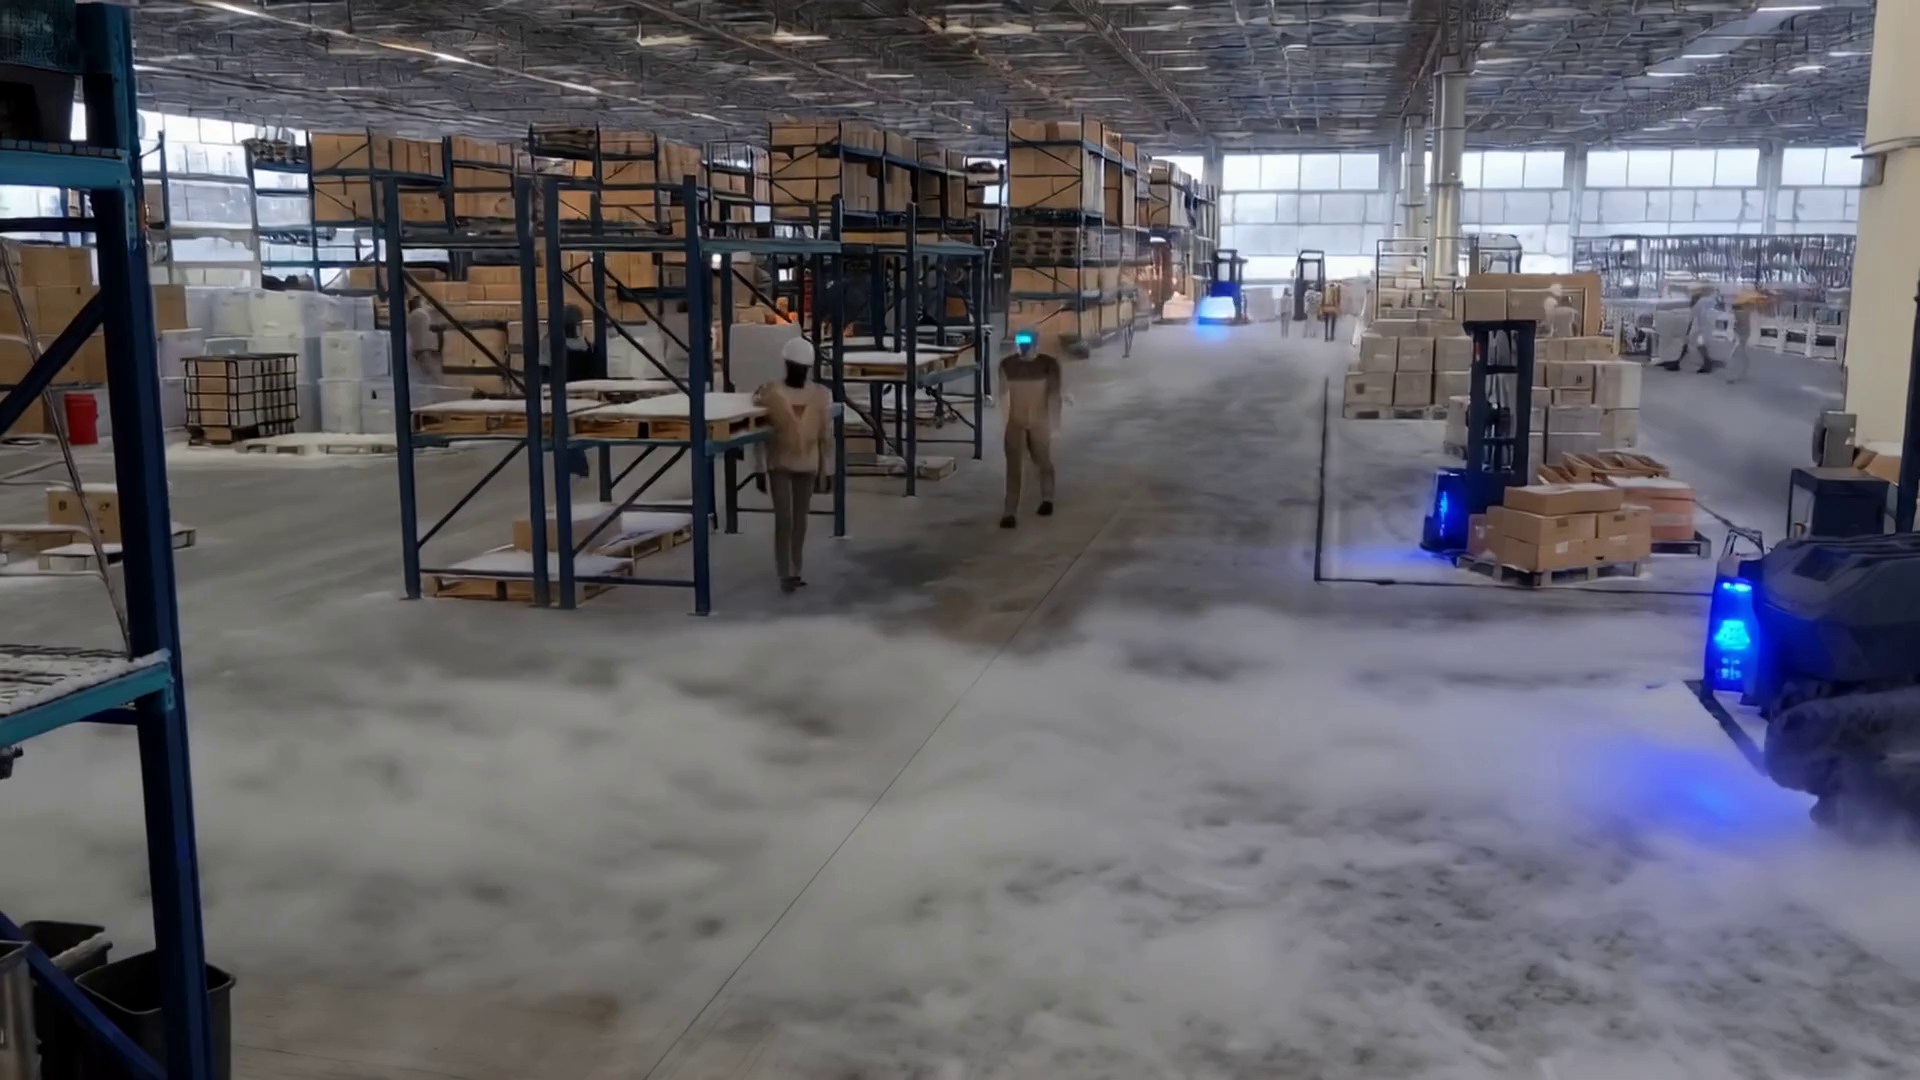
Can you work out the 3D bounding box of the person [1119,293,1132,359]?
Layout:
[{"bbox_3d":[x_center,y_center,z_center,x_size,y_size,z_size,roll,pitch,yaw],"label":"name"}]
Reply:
[{"bbox_3d":[4.132,-5.328,41.421,0.312,1.642,0.512,1,10,5],"label":"person"}]

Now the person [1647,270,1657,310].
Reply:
[{"bbox_3d":[33.576,-12.028,80.137,0.934,1.955,0.608,-1,10,-5],"label":"person"}]

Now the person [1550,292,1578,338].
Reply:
[{"bbox_3d":[11.272,-3.688,31.056,0.520,1.865,0.332,5,11,27],"label":"person"}]

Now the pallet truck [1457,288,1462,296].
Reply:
[{"bbox_3d":[20.506,-9.785,68.819,0.653,1.274,1.630,2,10,12],"label":"pallet truck"}]

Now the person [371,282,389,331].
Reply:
[{"bbox_3d":[-14.524,-5.553,41.970,0.587,1.911,0.397,-5,11,-27],"label":"person"}]

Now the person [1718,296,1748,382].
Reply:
[{"bbox_3d":[15.556,-4.027,33.413,0.684,1.742,0.546,3,10,18],"label":"person"}]

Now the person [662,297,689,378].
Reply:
[{"bbox_3d":[-4.312,-2.814,25.822,0.632,1.888,1.026,1,10,7],"label":"person"}]

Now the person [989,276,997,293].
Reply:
[{"bbox_3d":[1.830,-13.154,87.360,0.618,1.782,0.941,4,10,24],"label":"person"}]

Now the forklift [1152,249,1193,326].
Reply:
[{"bbox_3d":[7.646,-9.320,61.395,1.873,2.768,1.129,2,10,11],"label":"forklift"}]

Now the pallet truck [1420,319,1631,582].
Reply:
[{"bbox_3d":[4.543,-0.757,13.299,0.823,1.965,1.885,-4,10,-22],"label":"pallet truck"}]

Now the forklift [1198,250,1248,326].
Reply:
[{"bbox_3d":[9.731,-9.338,61.500,1.129,2.768,1.873,8,13,40],"label":"forklift"}]

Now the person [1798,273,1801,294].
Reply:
[{"bbox_3d":[40.217,-11.955,80.161,0.759,1.804,0.627,3,10,18],"label":"person"}]

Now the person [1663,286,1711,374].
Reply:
[{"bbox_3d":[15.872,-4.544,36.063,0.980,1.884,0.561,5,11,27],"label":"person"}]

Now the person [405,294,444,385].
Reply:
[{"bbox_3d":[-9.050,-3.168,27.906,1.006,1.899,0.634,2,10,11],"label":"person"}]

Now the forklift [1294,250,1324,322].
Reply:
[{"bbox_3d":[13.778,-10.002,65.433,1.129,2.768,1.873,2,10,12],"label":"forklift"}]

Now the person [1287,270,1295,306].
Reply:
[{"bbox_3d":[17.629,-13.530,89.198,0.647,1.899,0.991,-8,12,-38],"label":"person"}]

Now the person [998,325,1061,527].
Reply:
[{"bbox_3d":[0.684,-1.097,15.703,0.644,1.878,1.096,4,10,21],"label":"person"}]

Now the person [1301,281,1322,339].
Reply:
[{"bbox_3d":[10.950,-7.145,51.751,0.617,1.772,0.907,6,11,31],"label":"person"}]

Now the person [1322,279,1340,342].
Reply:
[{"bbox_3d":[11.131,-6.897,50.015,0.560,1.888,1.014,4,10,20],"label":"person"}]

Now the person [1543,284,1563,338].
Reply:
[{"bbox_3d":[13.615,-4.976,38.518,0.736,1.921,0.543,9,13,41],"label":"person"}]

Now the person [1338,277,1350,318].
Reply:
[{"bbox_3d":[16.346,-10.306,70.676,0.545,1.715,0.930,-1,10,-8],"label":"person"}]

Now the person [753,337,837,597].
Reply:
[{"bbox_3d":[-1.193,-0.540,12.286,0.610,1.898,0.717,-4,10,-23],"label":"person"}]

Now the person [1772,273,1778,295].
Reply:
[{"bbox_3d":[39.461,-12.009,80.520,0.958,1.794,0.576,3,10,15],"label":"person"}]

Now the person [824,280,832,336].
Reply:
[{"bbox_3d":[-3.149,-5.497,41.503,0.727,1.948,0.644,2,10,14],"label":"person"}]

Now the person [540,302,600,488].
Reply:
[{"bbox_3d":[-4.114,-1.592,18.114,0.900,2.000,0.705,6,11,32],"label":"person"}]

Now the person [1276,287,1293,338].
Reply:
[{"bbox_3d":[10.278,-7.208,52.683,0.519,1.579,0.842,1,10,8],"label":"person"}]

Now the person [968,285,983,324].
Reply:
[{"bbox_3d":[0.558,-8.774,61.960,0.846,1.596,0.497,4,10,24],"label":"person"}]
